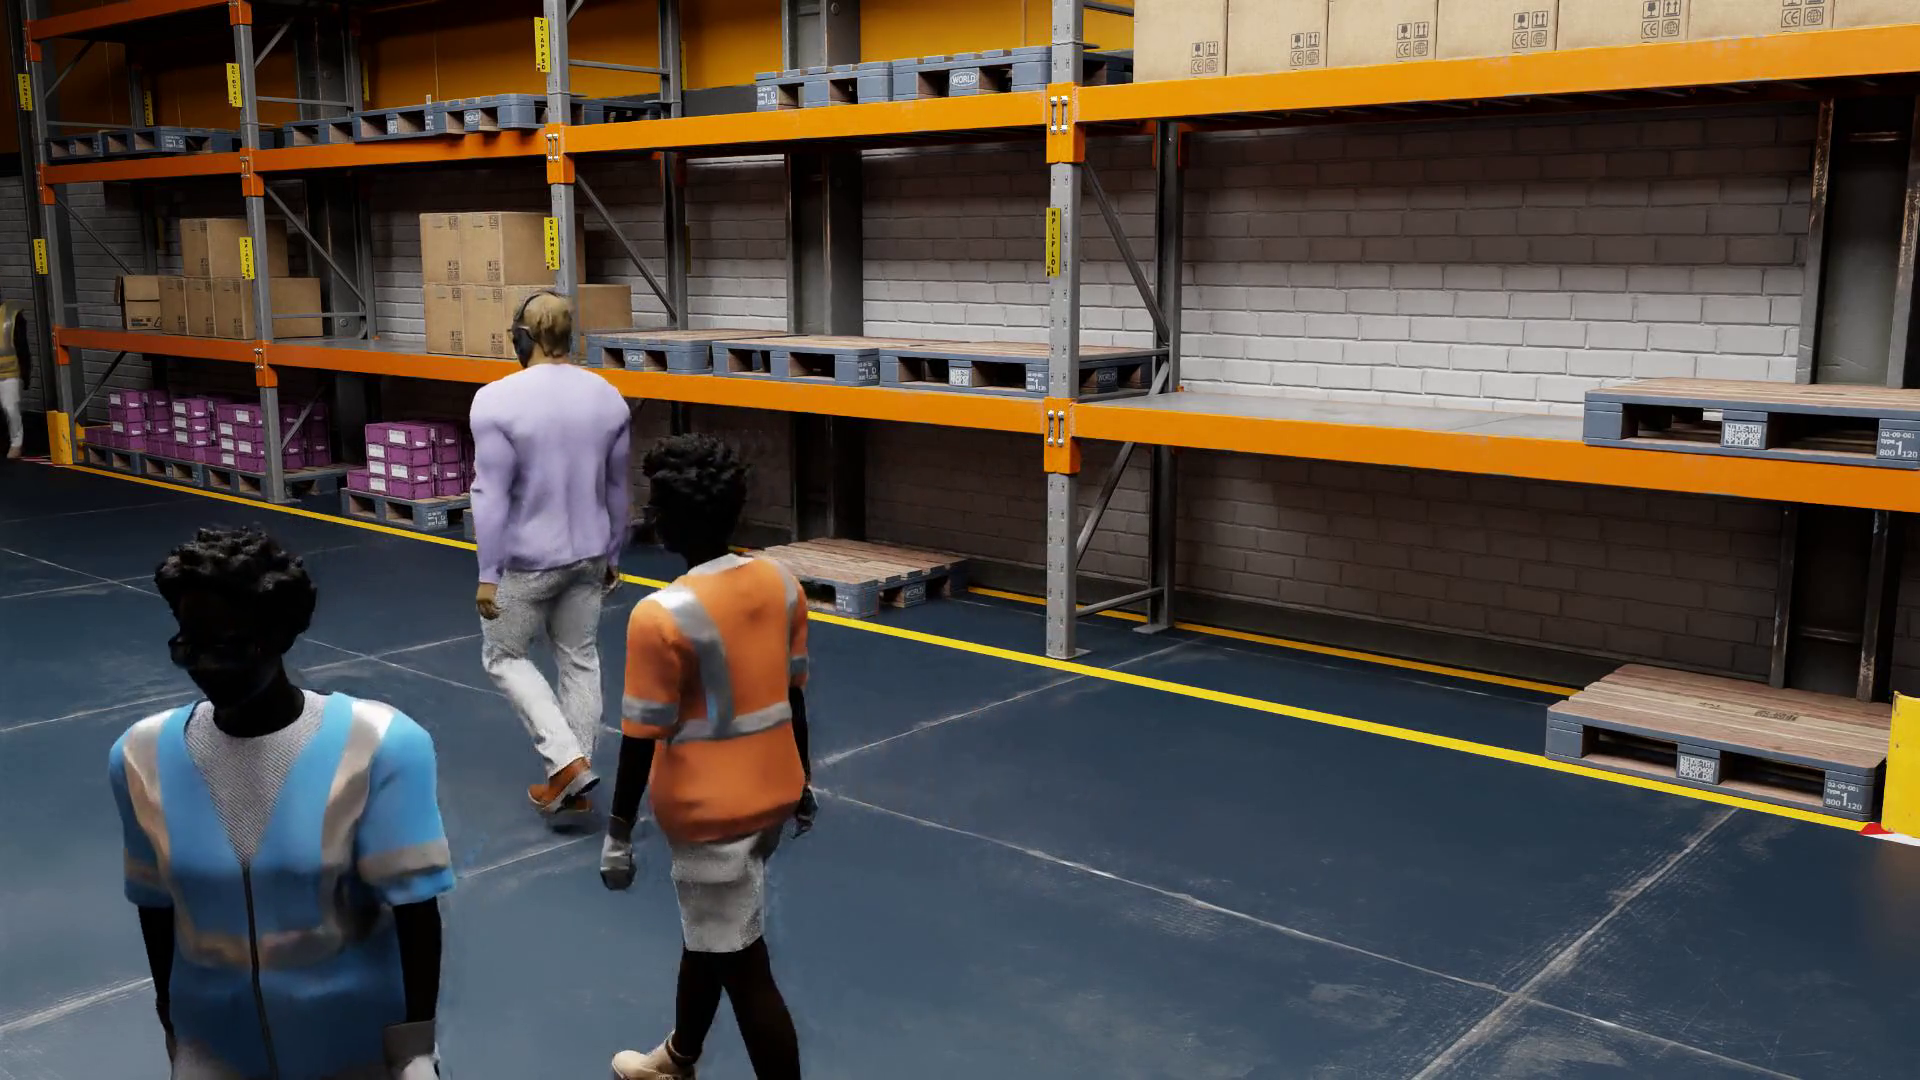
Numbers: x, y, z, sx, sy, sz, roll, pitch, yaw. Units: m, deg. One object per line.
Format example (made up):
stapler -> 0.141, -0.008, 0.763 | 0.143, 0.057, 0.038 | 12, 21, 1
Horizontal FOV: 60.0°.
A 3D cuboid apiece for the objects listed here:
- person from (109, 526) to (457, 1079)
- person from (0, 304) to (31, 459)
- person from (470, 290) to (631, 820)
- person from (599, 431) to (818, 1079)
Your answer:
person -> -1.064, 0.802, 2.617 | 0.552, 1.649, 0.874 | 0, 10, -3
person -> -9.335, -1.633, 16.111 | 0.631, 1.796, 0.957 | -4, 11, -20
person -> -1.469, 0.075, 5.971 | 0.437, 1.926, 0.654 | 9, 14, 42
person -> -0.627, 0.589, 3.753 | 0.768, 1.663, 0.551 | 5, 11, 27
